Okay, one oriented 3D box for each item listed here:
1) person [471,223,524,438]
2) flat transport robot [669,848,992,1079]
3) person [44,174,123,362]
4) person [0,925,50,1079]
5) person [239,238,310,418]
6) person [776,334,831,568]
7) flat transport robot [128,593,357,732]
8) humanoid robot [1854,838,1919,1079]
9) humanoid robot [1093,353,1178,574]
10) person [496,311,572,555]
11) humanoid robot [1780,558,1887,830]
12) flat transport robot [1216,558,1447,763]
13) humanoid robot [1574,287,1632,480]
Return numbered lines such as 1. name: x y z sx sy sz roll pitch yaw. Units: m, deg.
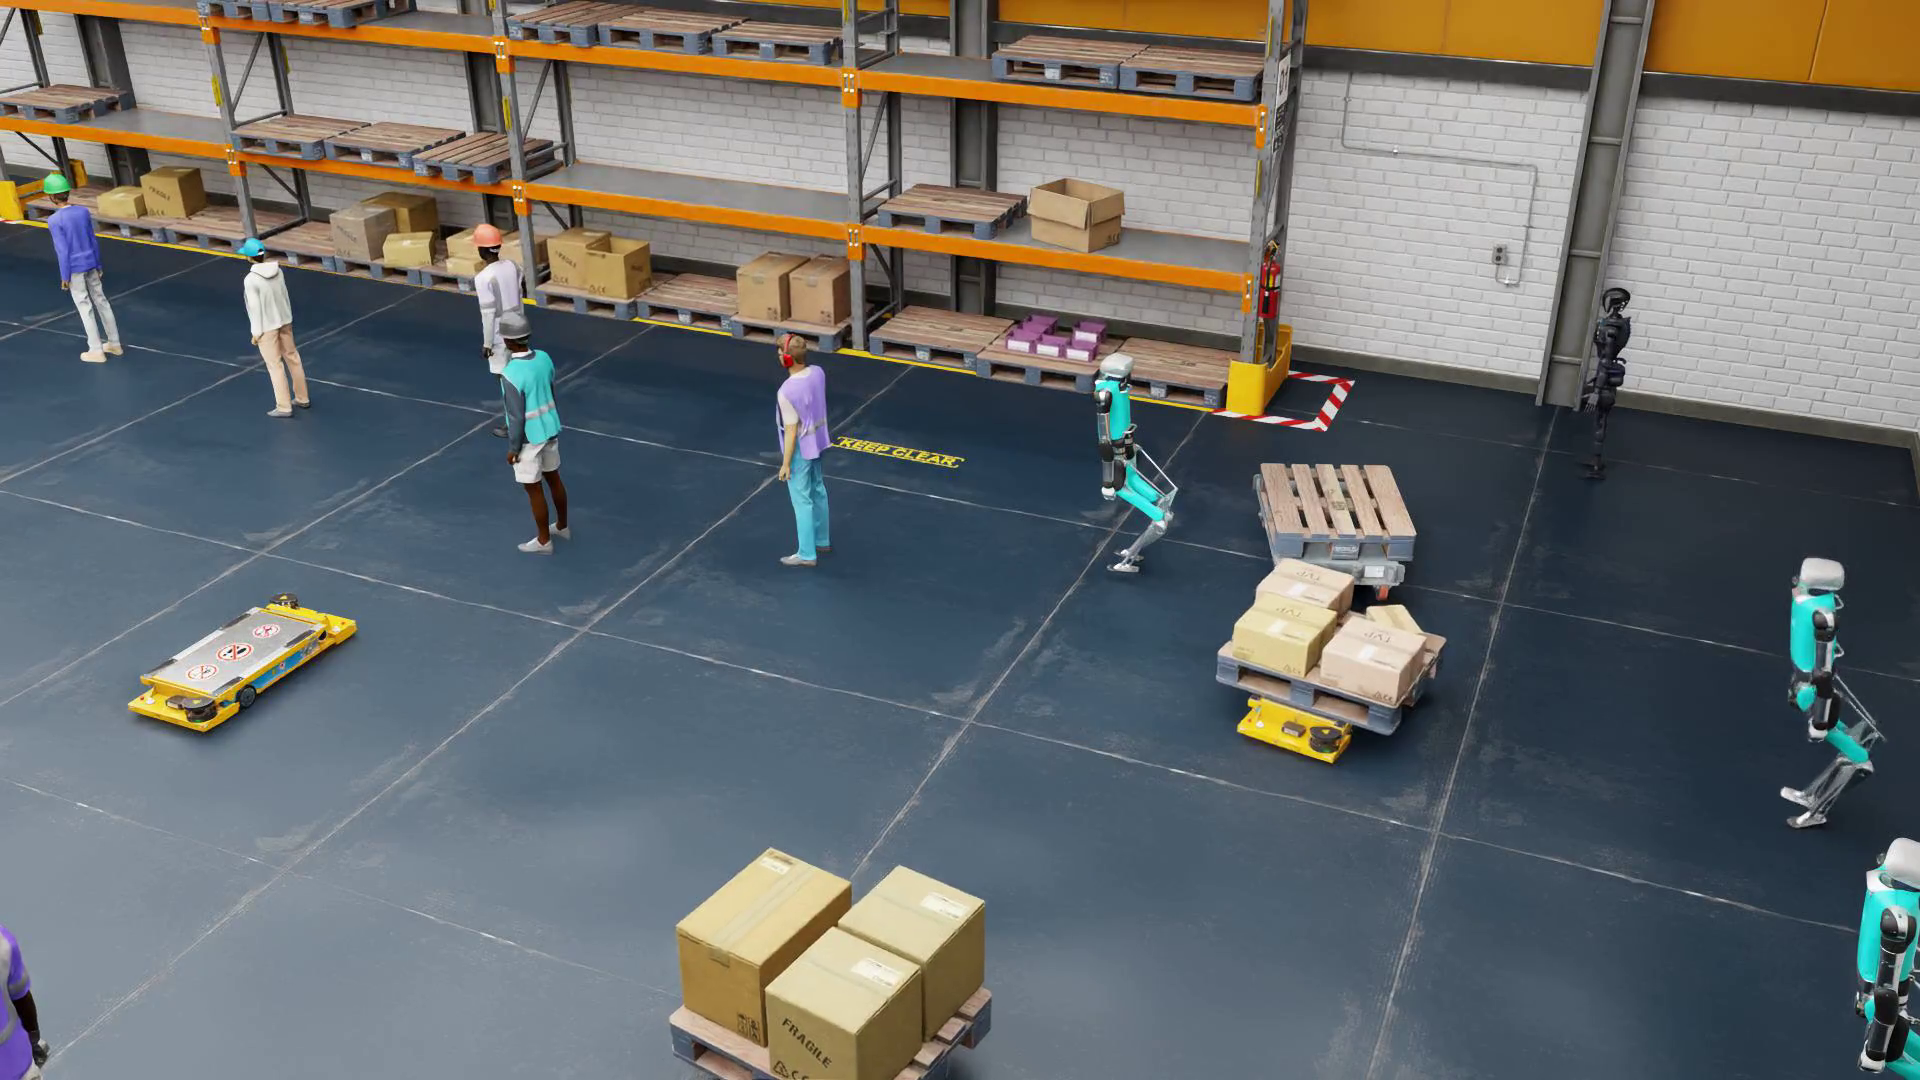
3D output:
1. person: -4.053 -1.839 14.680 0.372 1.934 0.550 11 29 20
2. flat transport robot: -0.599 2.502 8.080 0.659 0.231 1.431 17 32 29
3. person: -8.672 -2.673 16.369 0.361 1.869 0.469 11 29 20
4. person: -4.036 2.194 6.829 0.363 1.961 0.612 11 29 20
5. person: -6.274 -1.932 15.140 0.383 1.671 0.476 11 29 20
6. person: -1.169 -0.664 12.503 0.373 1.840 0.568 11 29 20
7. flat transport robot: -4.874 0.816 11.349 0.659 0.231 1.431 11 29 20
8. humanoid robot: 4.162 2.065 7.179 0.735 1.677 0.533 11 29 20
9. humanoid robot: 1.333 -0.529 12.214 0.735 1.674 0.533 11 29 20
10. person: -3.251 -0.811 12.685 0.433 1.936 0.566 11 29 20
11. humanoid robot: 5.040 0.916 9.547 0.799 1.744 0.585 4 28 7
12. flat transport robot: 2.443 0.981 11.028 0.659 0.231 1.431 17 32 29
13. humanoid robot: 5.391 -1.317 13.936 0.315 1.655 0.599 11 29 20
